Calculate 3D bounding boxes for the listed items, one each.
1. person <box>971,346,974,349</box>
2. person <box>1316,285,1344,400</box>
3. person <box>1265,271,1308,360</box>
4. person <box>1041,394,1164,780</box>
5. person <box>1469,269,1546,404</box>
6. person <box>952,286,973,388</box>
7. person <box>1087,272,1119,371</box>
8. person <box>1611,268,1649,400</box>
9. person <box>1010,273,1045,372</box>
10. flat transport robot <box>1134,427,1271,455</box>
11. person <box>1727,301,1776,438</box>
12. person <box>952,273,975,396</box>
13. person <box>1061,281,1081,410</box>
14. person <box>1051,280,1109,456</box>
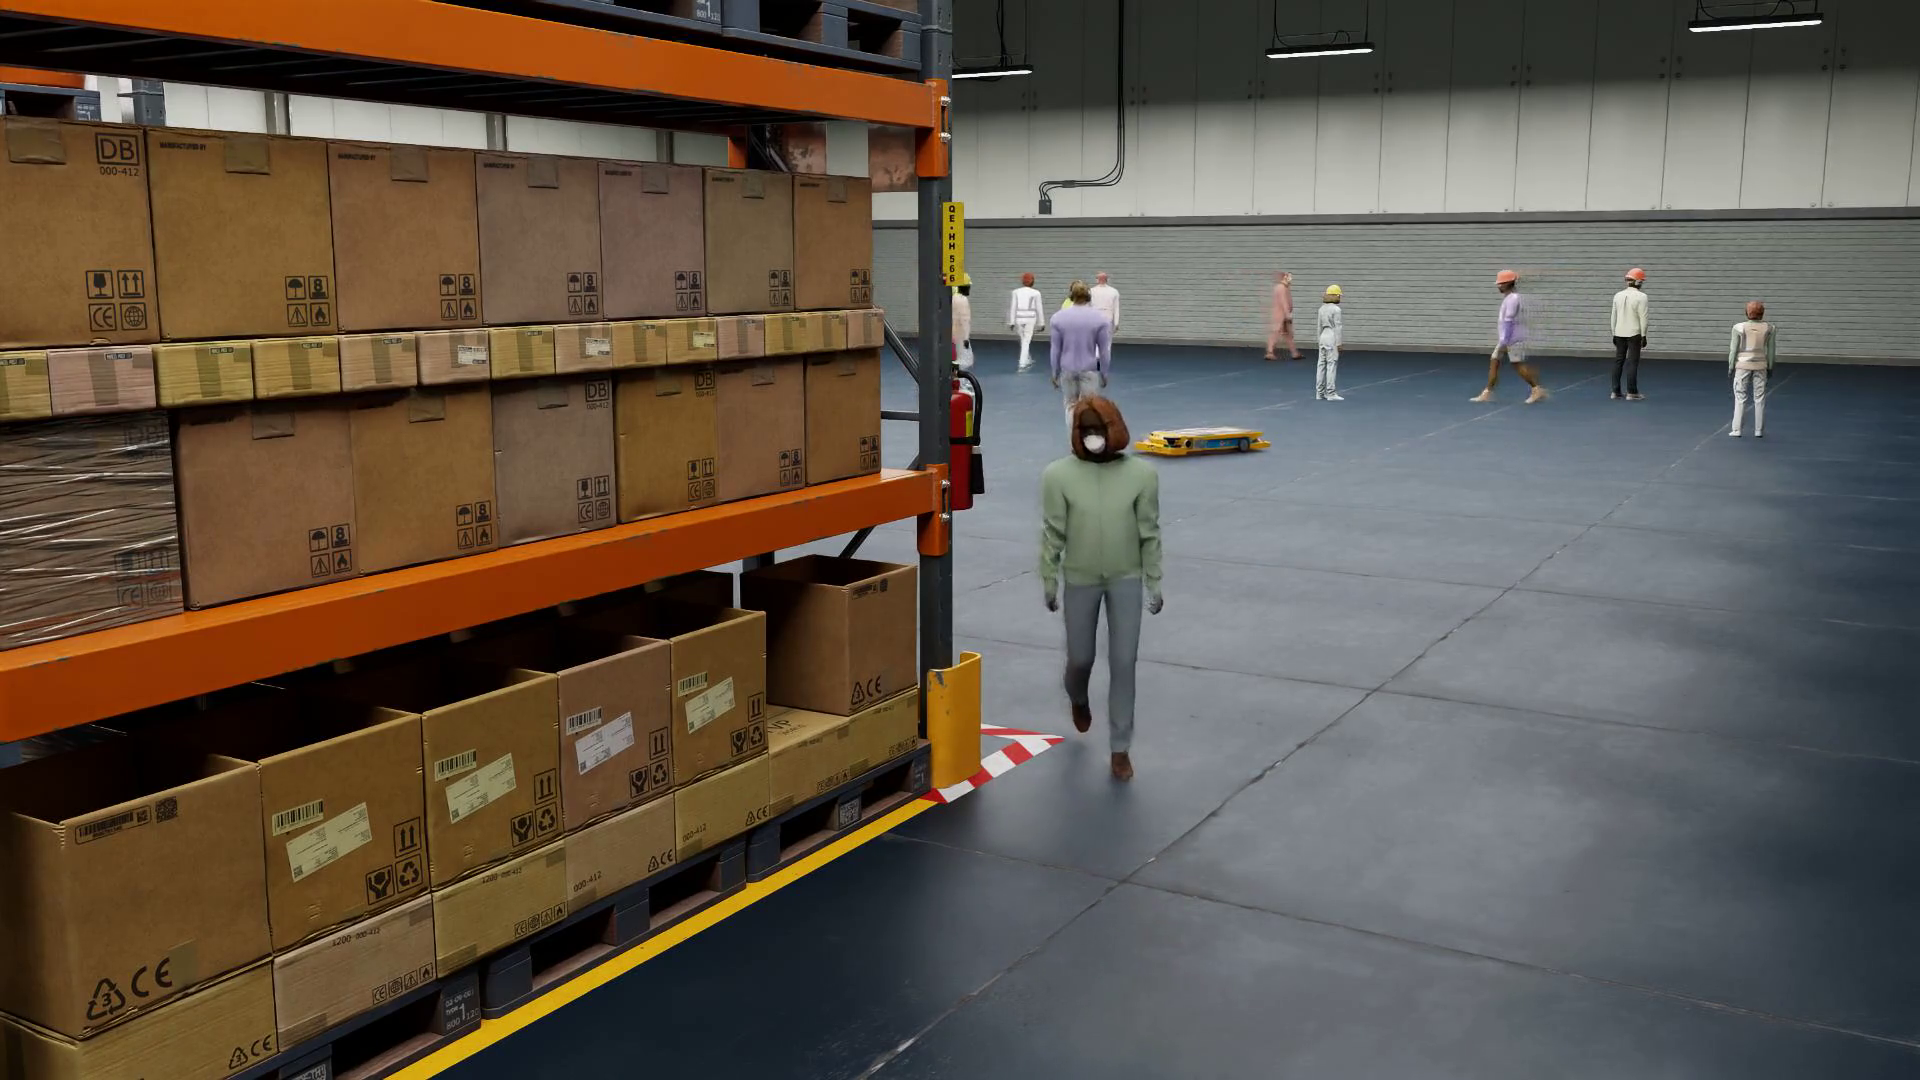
[{"bbox_3d":[-0.125,-5.384,38.756,0.845,1.910,0.551,-1,10,-4],"label":"person"},{"bbox_3d":[5.620,-2.983,25.194,0.312,1.737,0.483,-5,11,-26],"label":"person"},{"bbox_3d":[6.833,-4.662,34.662,0.946,1.865,0.659,3,10,15],"label":"person"},{"bbox_3d":[0.607,0.170,7.114,0.527,1.607,0.600,0,10,1],"label":"person"},{"bbox_3d":[8.129,-2.972,24.424,1.051,1.994,0.611,2,10,10],"label":"person"},{"bbox_3d":[-0.183,-3.298,27.092,0.909,1.723,0.543,-5,11,-26],"label":"person"},{"bbox_3d":[2.711,-4.165,31.731,0.652,1.883,0.839,1,10,7],"label":"person"},{"bbox_3d":[10.211,-3.133,25.321,0.399,1.989,0.622,-5,11,-29],"label":"person"},{"bbox_3d":[1.327,-4.119,31.512,0.611,1.839,0.947,5,11,29],"label":"person"},{"bbox_3d":[2.714,-1.115,18.544,1.431,0.197,0.652,-6,11,-31],"label":"flat transport robot"},{"bbox_3d":[9.505,-2.045,19.989,0.523,1.638,0.310,2,10,10],"label":"person"},{"bbox_3d":[-0.006,-3.169,25.748,0.512,1.916,0.603,-3,10,-14],"label":"person"},{"bbox_3d":[1.641,-2.701,23.270,0.428,1.836,0.625,-3,10,-17],"label":"person"},{"bbox_3d":[1.277,-1.812,17.805,0.635,1.922,0.598,1,10,7],"label":"person"}]
